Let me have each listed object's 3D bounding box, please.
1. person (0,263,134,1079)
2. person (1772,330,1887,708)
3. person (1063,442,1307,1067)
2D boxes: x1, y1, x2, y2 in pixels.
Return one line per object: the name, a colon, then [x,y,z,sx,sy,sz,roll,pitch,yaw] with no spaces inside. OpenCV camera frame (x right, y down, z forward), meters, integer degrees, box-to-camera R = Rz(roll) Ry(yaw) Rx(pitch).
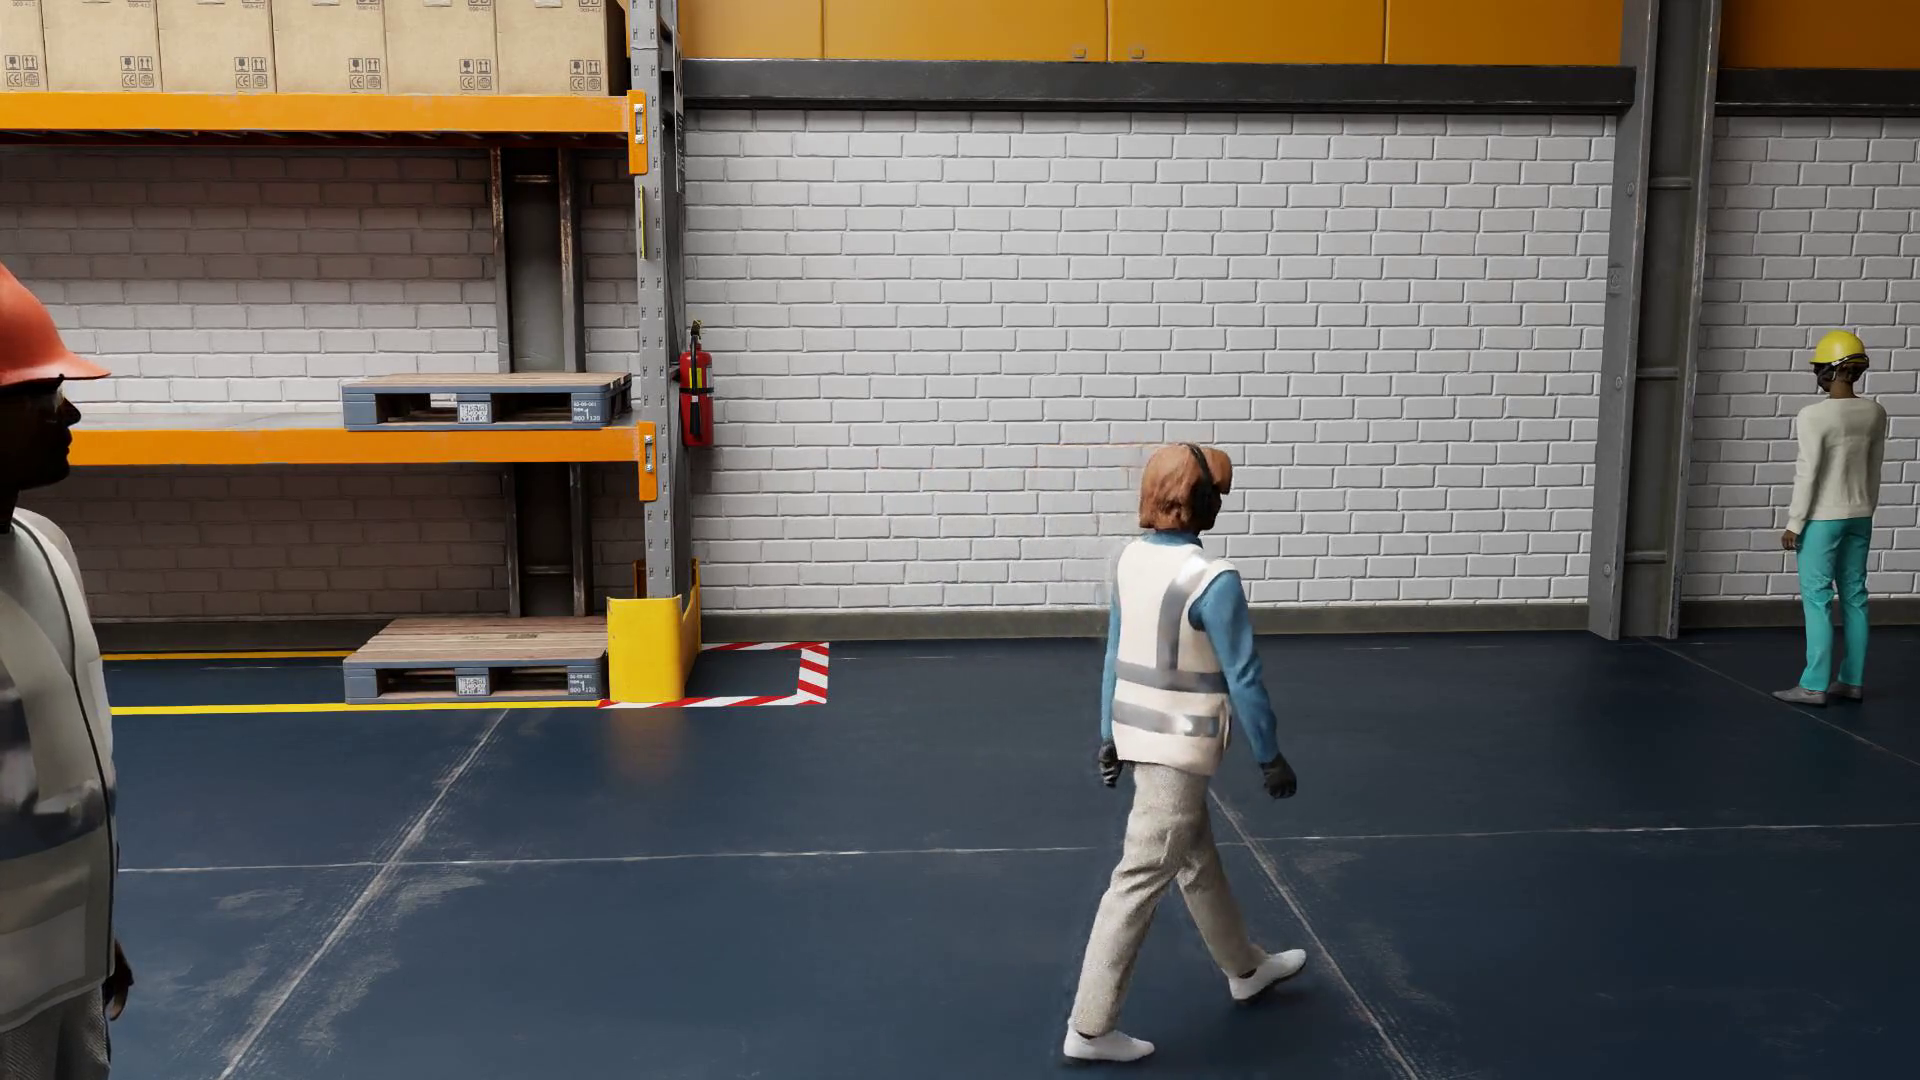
person: [-1.387,0.619,2.446,0.359,2.047,0.615,-1,9,-8]
person: [4.086,-0.097,7.827,0.531,1.767,0.328,-4,10,-21]
person: [0.611,0.548,4.321,0.841,1.595,0.512,-3,10,-20]
